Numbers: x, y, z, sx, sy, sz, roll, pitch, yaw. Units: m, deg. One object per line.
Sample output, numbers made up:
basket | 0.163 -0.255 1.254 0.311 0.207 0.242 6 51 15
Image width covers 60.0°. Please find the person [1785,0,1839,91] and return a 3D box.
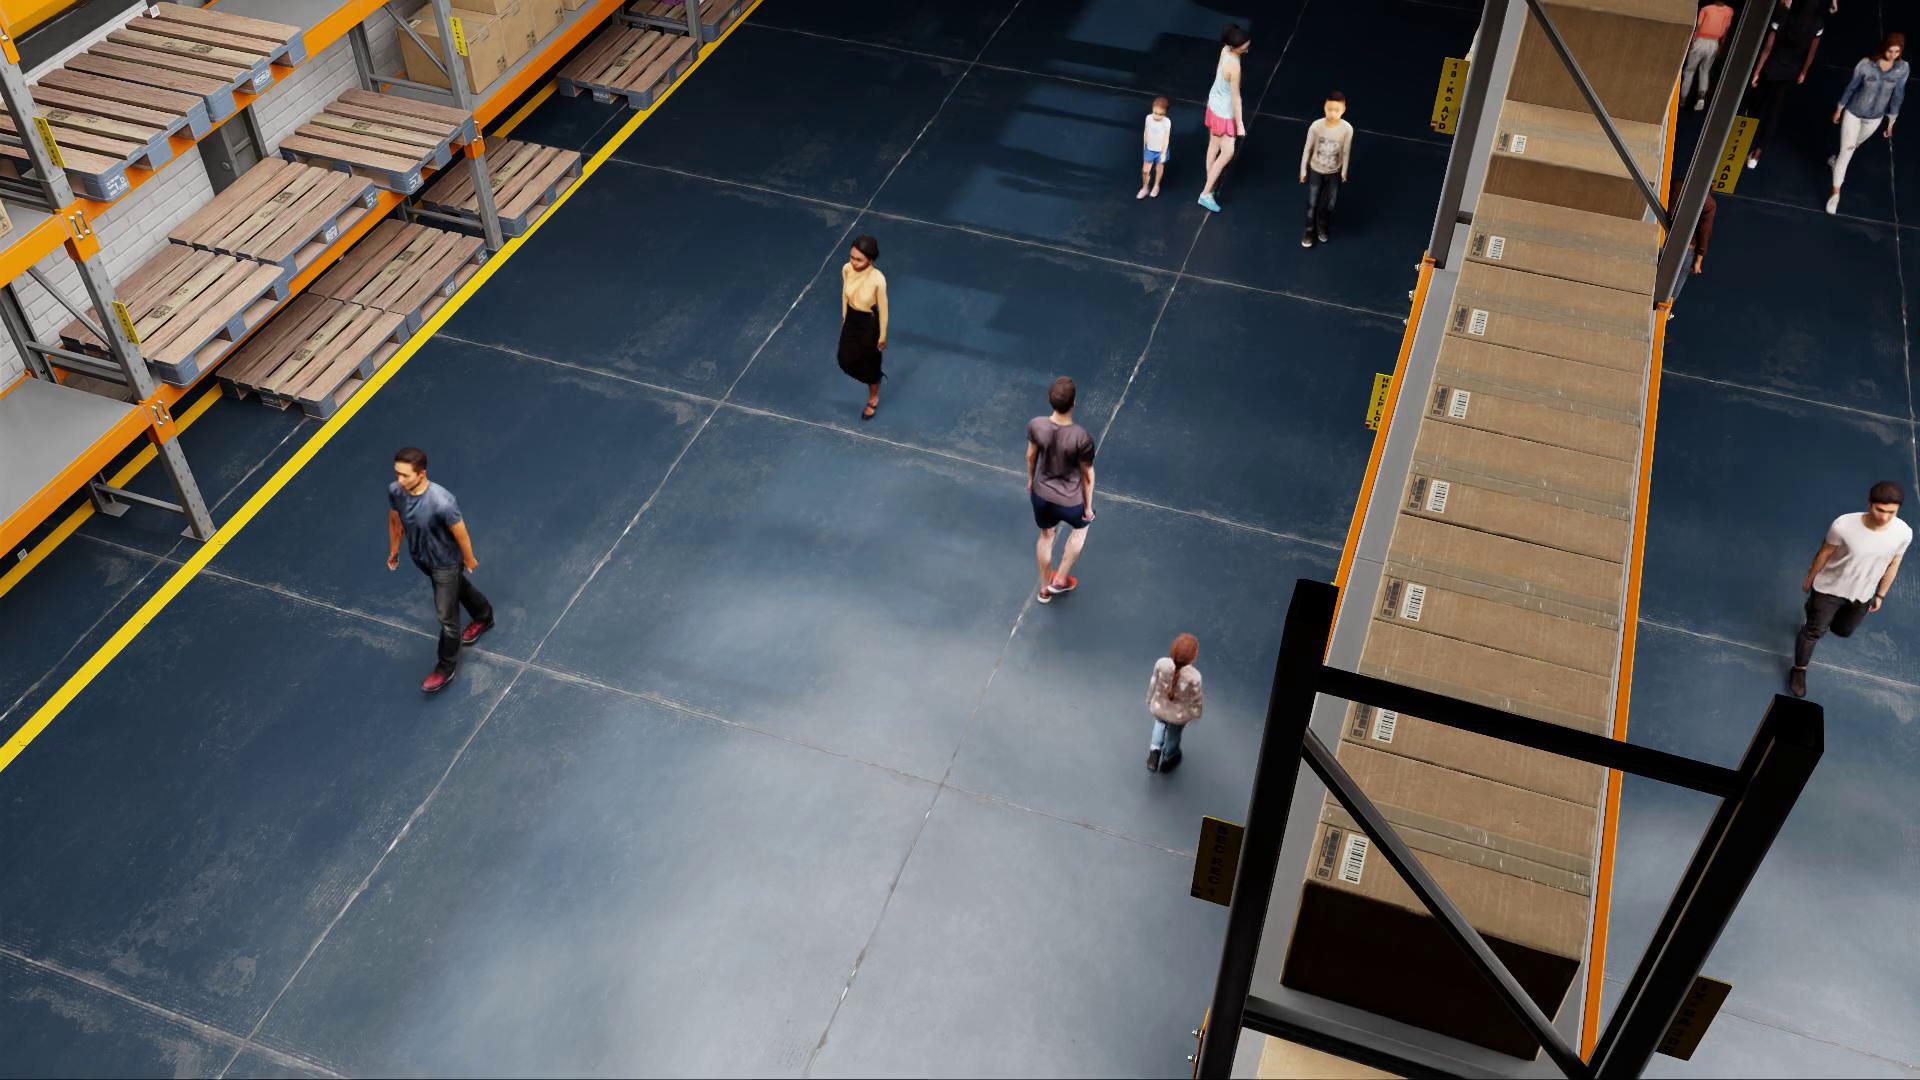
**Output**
person | 8.434 -5.388 16.617 0.808 1.641 0.884 -13 45 -13

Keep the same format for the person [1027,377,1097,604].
person | 0.630 -0.251 11.082 0.679 1.838 0.631 18 46 18

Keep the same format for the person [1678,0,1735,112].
person | 7.296 -4.802 16.251 0.581 1.298 0.751 4 44 4

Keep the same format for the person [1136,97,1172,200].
person | 1.829 -3.614 15.213 0.453 1.009 0.530 22 48 21

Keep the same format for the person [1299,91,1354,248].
person | 3.191 -3.262 14.522 0.604 1.452 0.589 7 44 7

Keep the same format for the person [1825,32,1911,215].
person | 8.126 -3.853 14.991 0.733 1.661 1.149 8 44 8

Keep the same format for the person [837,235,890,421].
person | -0.679 -1.641 12.679 0.679 1.648 0.746 26 49 25

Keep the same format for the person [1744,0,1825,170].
person | 7.597 -4.265 15.409 0.641 1.682 1.155 13 45 14

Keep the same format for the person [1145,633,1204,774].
person | 1.279 1.041 10.197 0.543 1.188 0.579 22 48 21

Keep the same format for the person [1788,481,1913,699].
person | 5.684 0.236 10.668 0.695 1.704 0.944 9 44 9

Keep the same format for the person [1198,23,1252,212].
person | 2.345 -3.860 14.925 0.870 1.763 0.746 -21 47 -21

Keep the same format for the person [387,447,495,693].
person | -3.331 0.046 10.813 0.785 1.779 1.081 23 48 23
